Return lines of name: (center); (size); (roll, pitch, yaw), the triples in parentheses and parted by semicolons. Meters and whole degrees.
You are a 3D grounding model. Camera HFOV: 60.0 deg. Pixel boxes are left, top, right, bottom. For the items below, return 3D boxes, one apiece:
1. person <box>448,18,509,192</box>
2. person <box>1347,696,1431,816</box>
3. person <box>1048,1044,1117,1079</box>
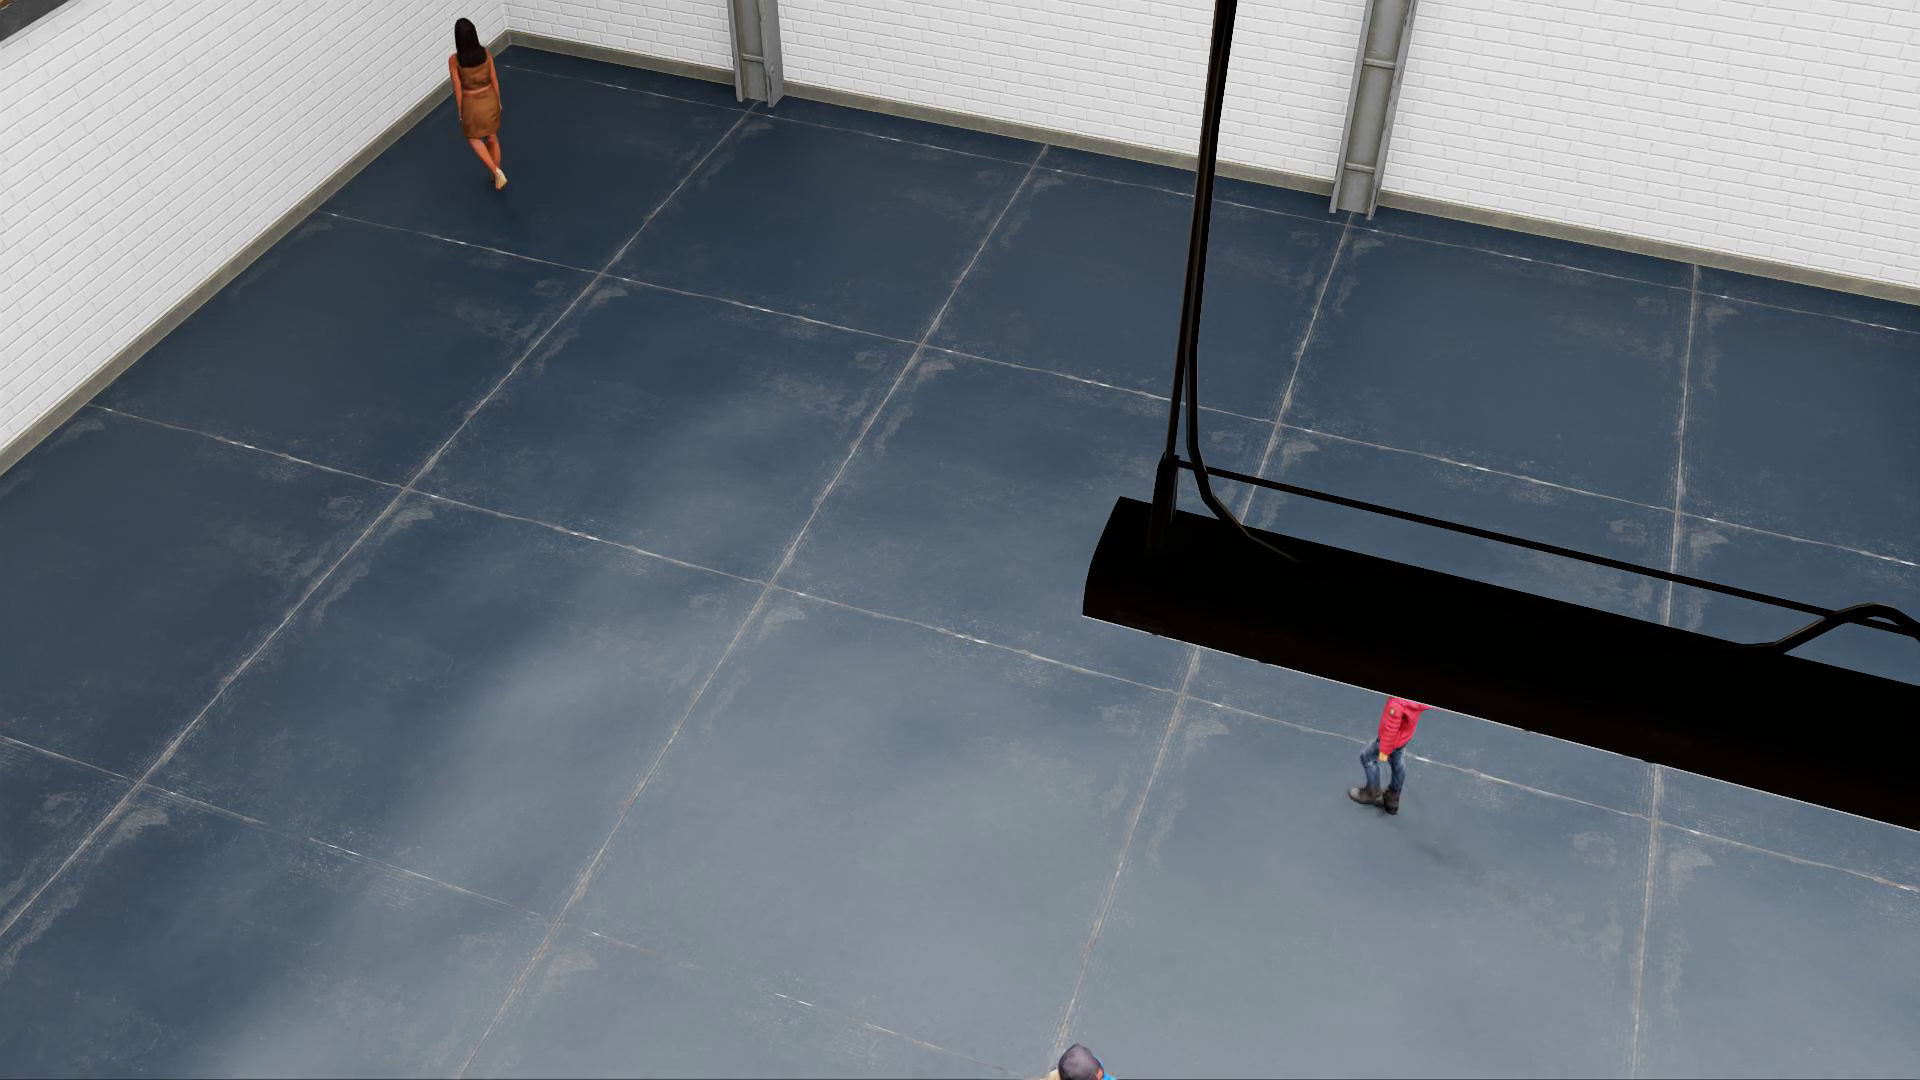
person: (-4.277, -3.836, 14.915); (0.778, 1.674, 0.864); (-27, 50, -25)
person: (2.647, 1.195, 9.900); (0.622, 1.308, 0.650); (-34, 53, -30)
person: (0.428, 2.851, 7.833); (1.217, 1.761, 0.813); (25, 49, 24)
